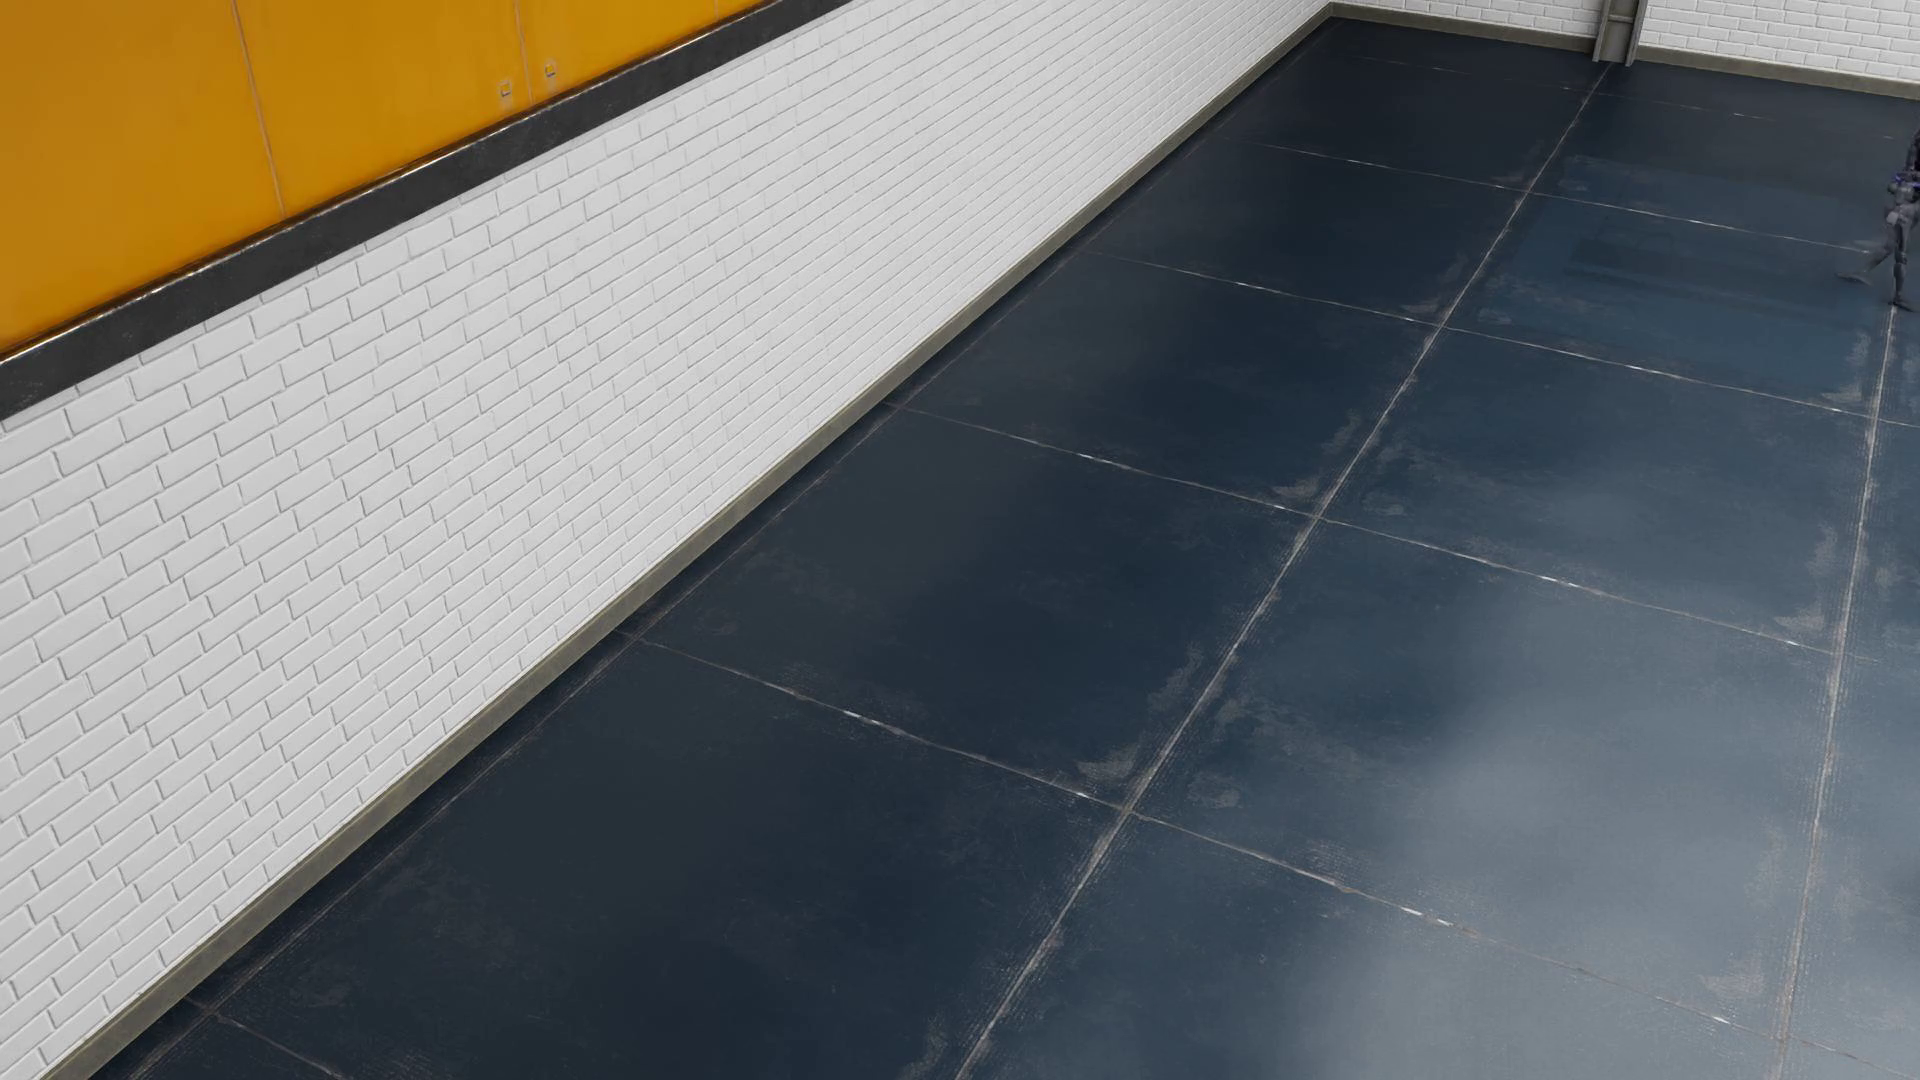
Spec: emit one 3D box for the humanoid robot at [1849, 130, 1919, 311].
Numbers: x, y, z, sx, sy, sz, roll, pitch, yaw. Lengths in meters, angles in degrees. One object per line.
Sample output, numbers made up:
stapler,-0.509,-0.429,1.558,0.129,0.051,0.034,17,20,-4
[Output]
humanoid robot,7.248,-2.605,12.637,0.609,1.643,0.695,-19,38,-26
